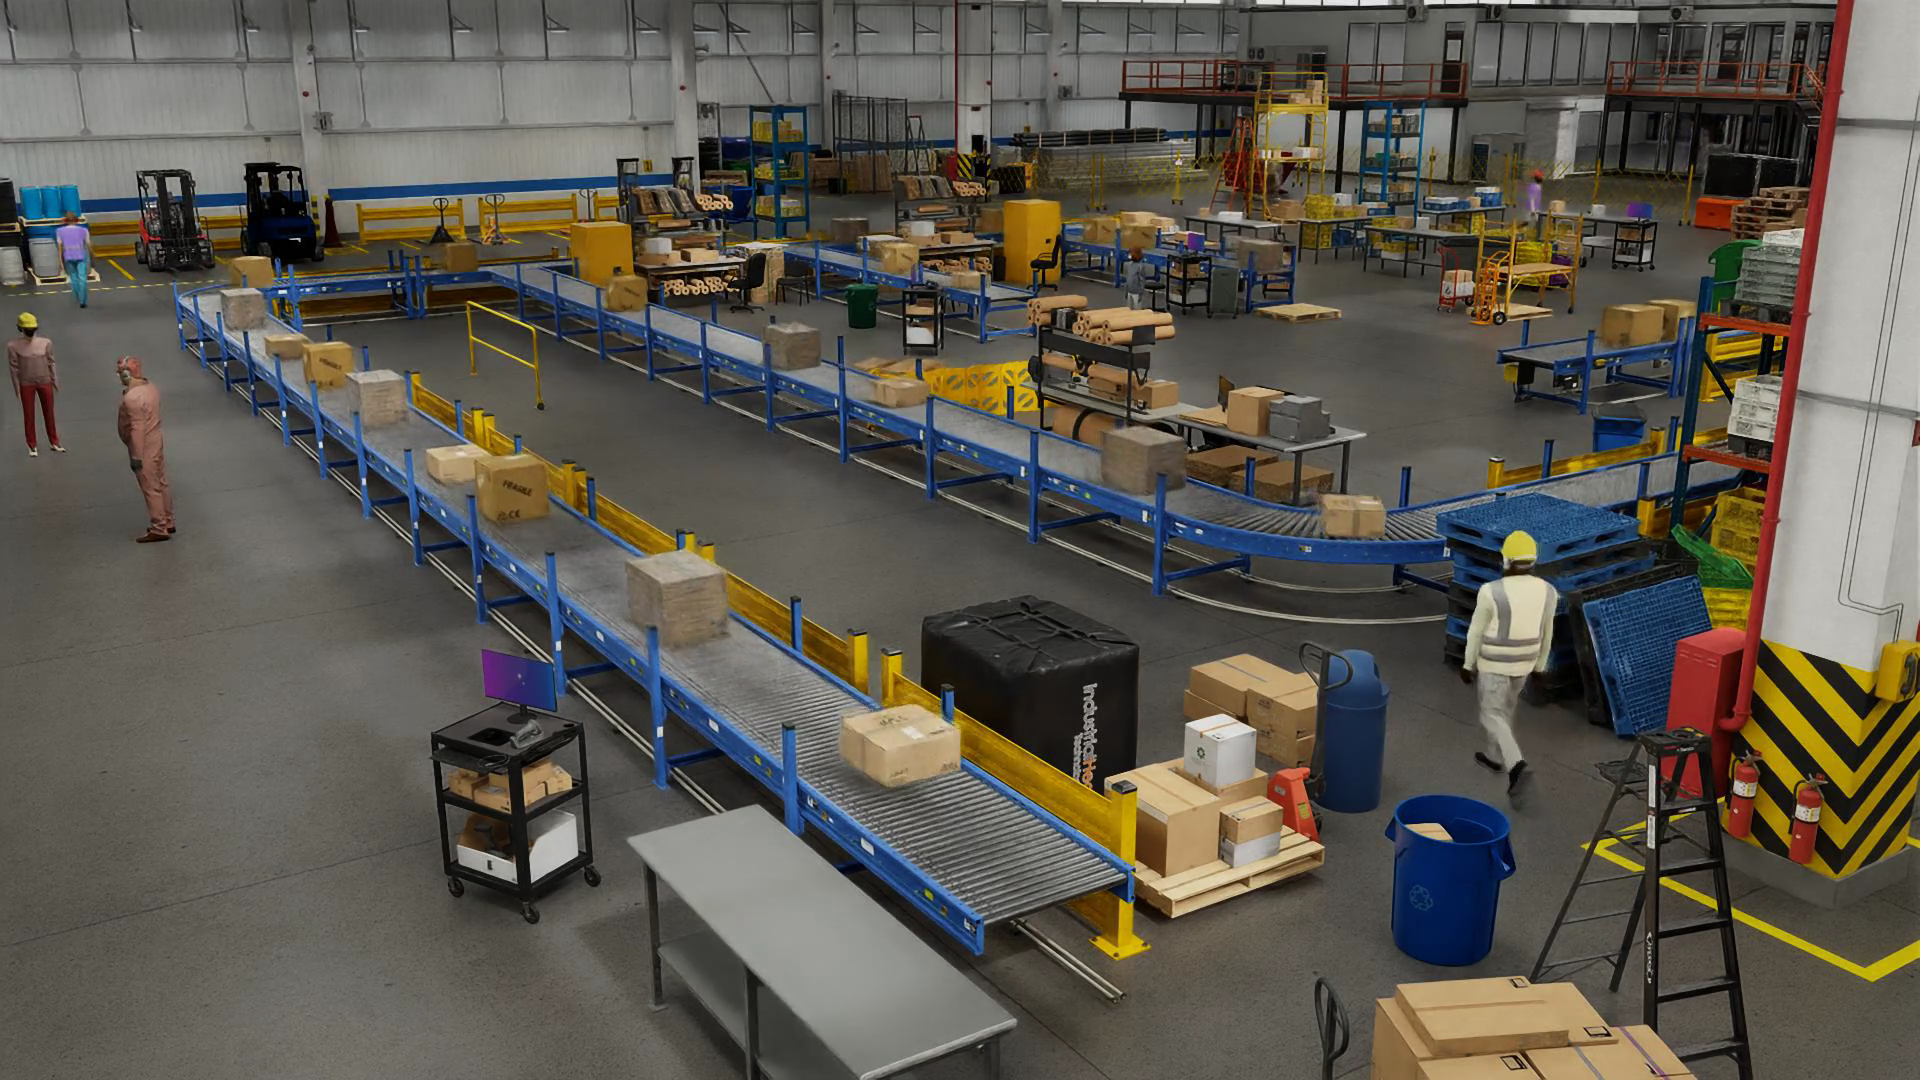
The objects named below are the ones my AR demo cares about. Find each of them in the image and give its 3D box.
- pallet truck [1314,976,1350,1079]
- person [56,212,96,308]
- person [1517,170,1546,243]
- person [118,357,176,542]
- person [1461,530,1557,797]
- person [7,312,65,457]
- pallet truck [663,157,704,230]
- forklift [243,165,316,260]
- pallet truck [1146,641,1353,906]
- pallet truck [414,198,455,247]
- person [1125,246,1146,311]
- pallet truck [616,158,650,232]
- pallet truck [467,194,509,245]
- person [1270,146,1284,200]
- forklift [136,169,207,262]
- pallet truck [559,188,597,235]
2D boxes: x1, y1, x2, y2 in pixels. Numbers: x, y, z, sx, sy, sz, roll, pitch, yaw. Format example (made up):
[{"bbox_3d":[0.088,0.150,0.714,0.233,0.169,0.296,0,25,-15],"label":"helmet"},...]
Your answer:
[{"bbox_3d":[2.299,2.390,7.086,1.601,1.201,0.680,-2,17,-7],"label":"pallet truck"},{"bbox_3d":[-17.020,-5.412,32.068,0.590,1.792,0.990,-6,18,-19],"label":"person"},{"bbox_3d":[14.287,-8.302,41.543,0.992,1.890,0.555,14,22,38],"label":"person"},{"bbox_3d":[-8.340,-0.928,16.968,0.401,1.904,0.649,-2,17,-7],"label":"person"},{"bbox_3d":[3.747,0.832,11.278,0.599,1.807,0.737,-5,18,-17],"label":"person"},{"bbox_3d":[-11.406,-1.927,20.524,0.305,1.771,0.525,16,23,42],"label":"person"},{"bbox_3d":[-7.586,-9.308,44.692,0.823,1.965,1.885,-11,20,-33],"label":"pallet truck"},{"bbox_3d":[-15.898,-7.669,38.708,1.157,1.987,2.680,-11,20,-33],"label":"forklift"},{"bbox_3d":[1.664,1.407,10.232,1.630,1.274,0.653,-10,20,-31],"label":"pallet truck"},{"bbox_3d":[-13.250,-8.060,41.856,0.680,1.201,1.601,-10,20,-31],"label":"pallet truck"},{"bbox_3d":[2.959,-4.175,28.236,0.270,1.632,0.508,-7,18,-23],"label":"person"},{"bbox_3d":[-8.918,-9.176,44.255,0.823,1.965,1.885,-9,19,-27],"label":"pallet truck"},{"bbox_3d":[-11.983,-8.177,42.137,0.704,1.261,1.522,-11,20,-33],"label":"pallet truck"},{"bbox_3d":[10.194,-11.798,53.440,0.444,1.721,0.502,15,22,41],"label":"person"},{"bbox_3d":[-17.842,-7.318,37.559,1.157,1.987,2.680,-10,20,-31],"label":"forklift"},{"bbox_3d":[-10.010,-8.652,43.699,0.653,1.274,1.630,-10,20,-31],"label":"pallet truck"}]
